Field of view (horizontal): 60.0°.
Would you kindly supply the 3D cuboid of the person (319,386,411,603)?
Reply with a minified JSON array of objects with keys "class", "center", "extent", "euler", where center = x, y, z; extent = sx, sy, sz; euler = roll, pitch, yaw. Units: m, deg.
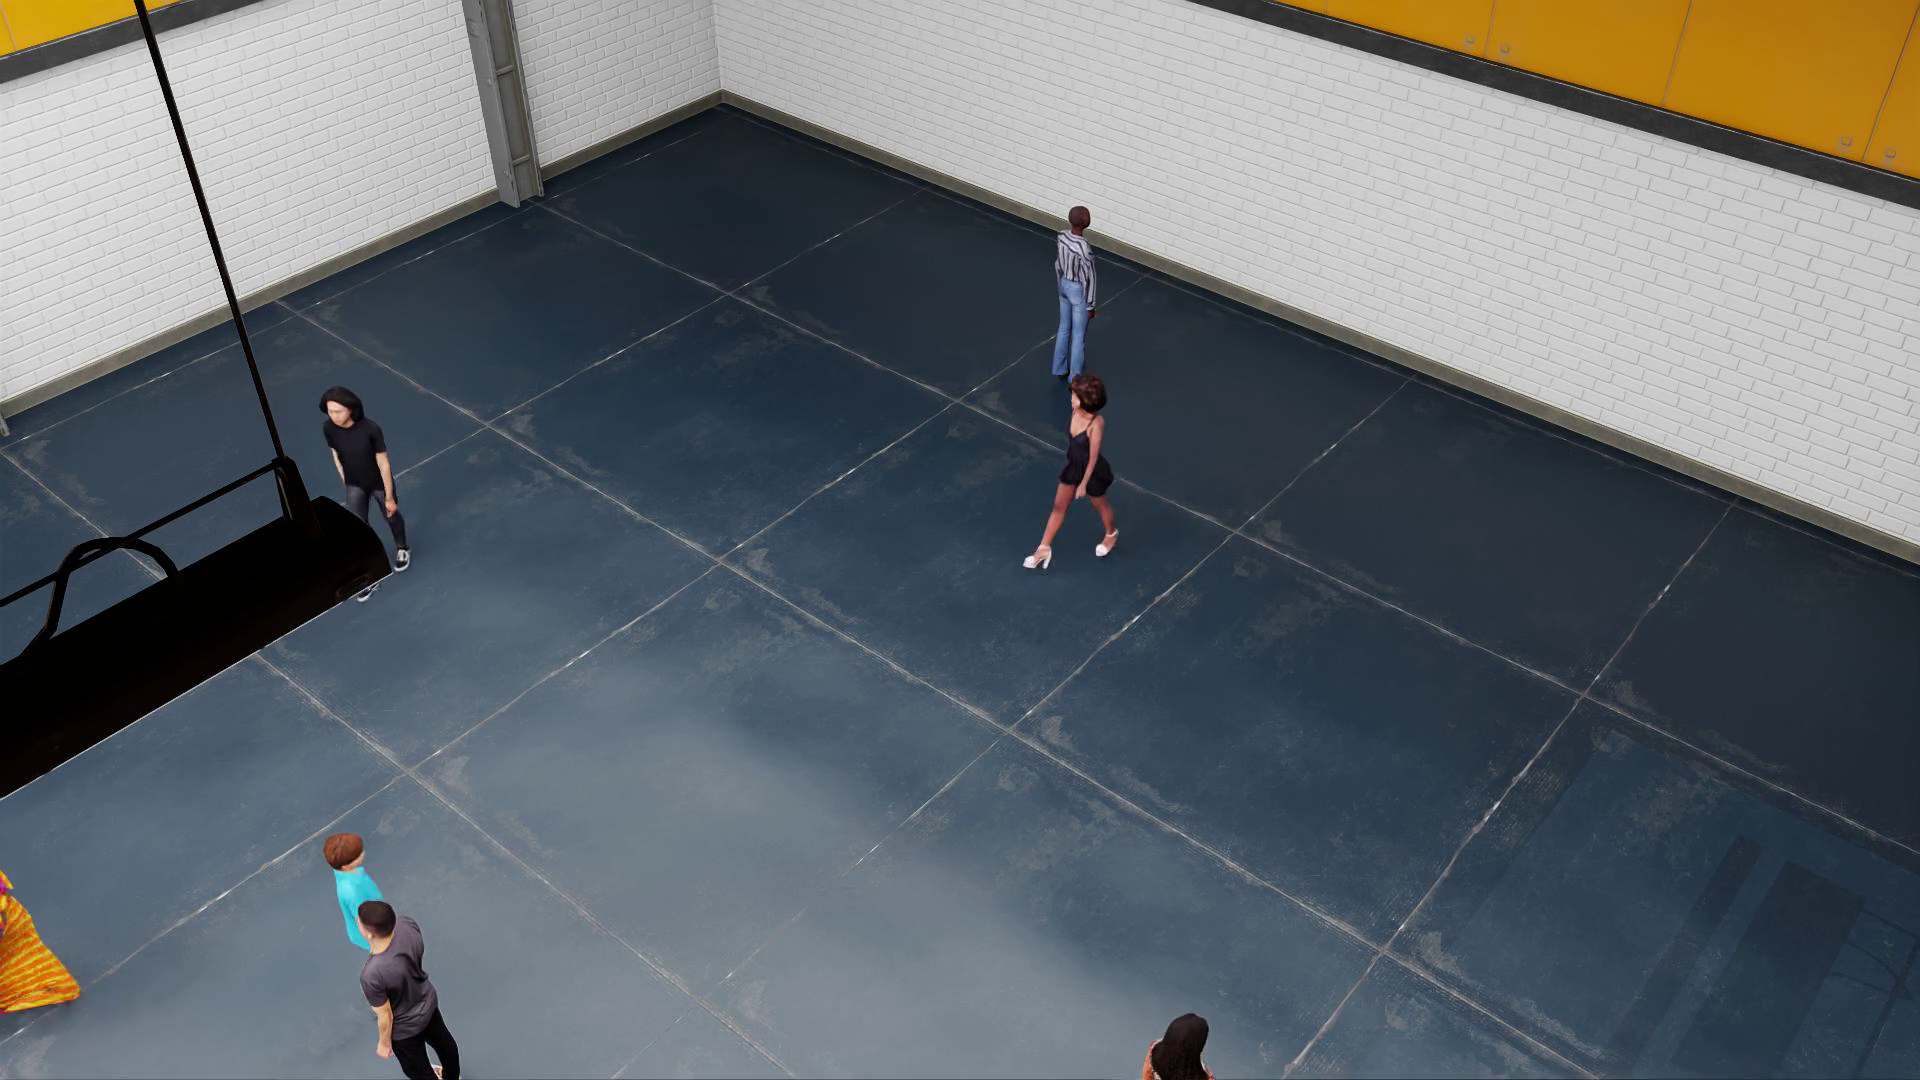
[{"class":"person","center":[-4.500,-0.498,12.778],"extent":[0.960,1.805,1.059],"euler":[0,39,0]}]

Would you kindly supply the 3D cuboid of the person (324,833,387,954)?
[{"class":"person","center":[-3.473,2.241,9.640],"extent":[0.692,1.441,0.658],"euler":[-20,43,-23]}]

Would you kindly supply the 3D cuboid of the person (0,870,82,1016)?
[{"class":"person","center":[-5.633,2.175,9.565],"extent":[1.204,1.637,1.083],"euler":[-7,39,-8]}]

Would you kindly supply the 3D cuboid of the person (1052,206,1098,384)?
[{"class":"person","center":[1.029,-2.170,14.879],"extent":[0.618,1.796,0.675],"euler":[-23,44,-26]}]

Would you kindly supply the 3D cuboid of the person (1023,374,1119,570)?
[{"class":"person","center":[1.050,-0.526,12.863],"extent":[1.119,1.744,0.748],"euler":[-23,44,-26]}]

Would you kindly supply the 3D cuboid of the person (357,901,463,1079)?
[{"class":"person","center":[-2.982,2.552,8.992],"extent":[0.782,1.764,0.655],"euler":[7,39,9]}]

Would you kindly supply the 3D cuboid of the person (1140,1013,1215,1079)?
[{"class":"person","center":[1.041,3.047,8.505],"extent":[1.183,1.598,0.762],"euler":[-28,46,-30]}]
